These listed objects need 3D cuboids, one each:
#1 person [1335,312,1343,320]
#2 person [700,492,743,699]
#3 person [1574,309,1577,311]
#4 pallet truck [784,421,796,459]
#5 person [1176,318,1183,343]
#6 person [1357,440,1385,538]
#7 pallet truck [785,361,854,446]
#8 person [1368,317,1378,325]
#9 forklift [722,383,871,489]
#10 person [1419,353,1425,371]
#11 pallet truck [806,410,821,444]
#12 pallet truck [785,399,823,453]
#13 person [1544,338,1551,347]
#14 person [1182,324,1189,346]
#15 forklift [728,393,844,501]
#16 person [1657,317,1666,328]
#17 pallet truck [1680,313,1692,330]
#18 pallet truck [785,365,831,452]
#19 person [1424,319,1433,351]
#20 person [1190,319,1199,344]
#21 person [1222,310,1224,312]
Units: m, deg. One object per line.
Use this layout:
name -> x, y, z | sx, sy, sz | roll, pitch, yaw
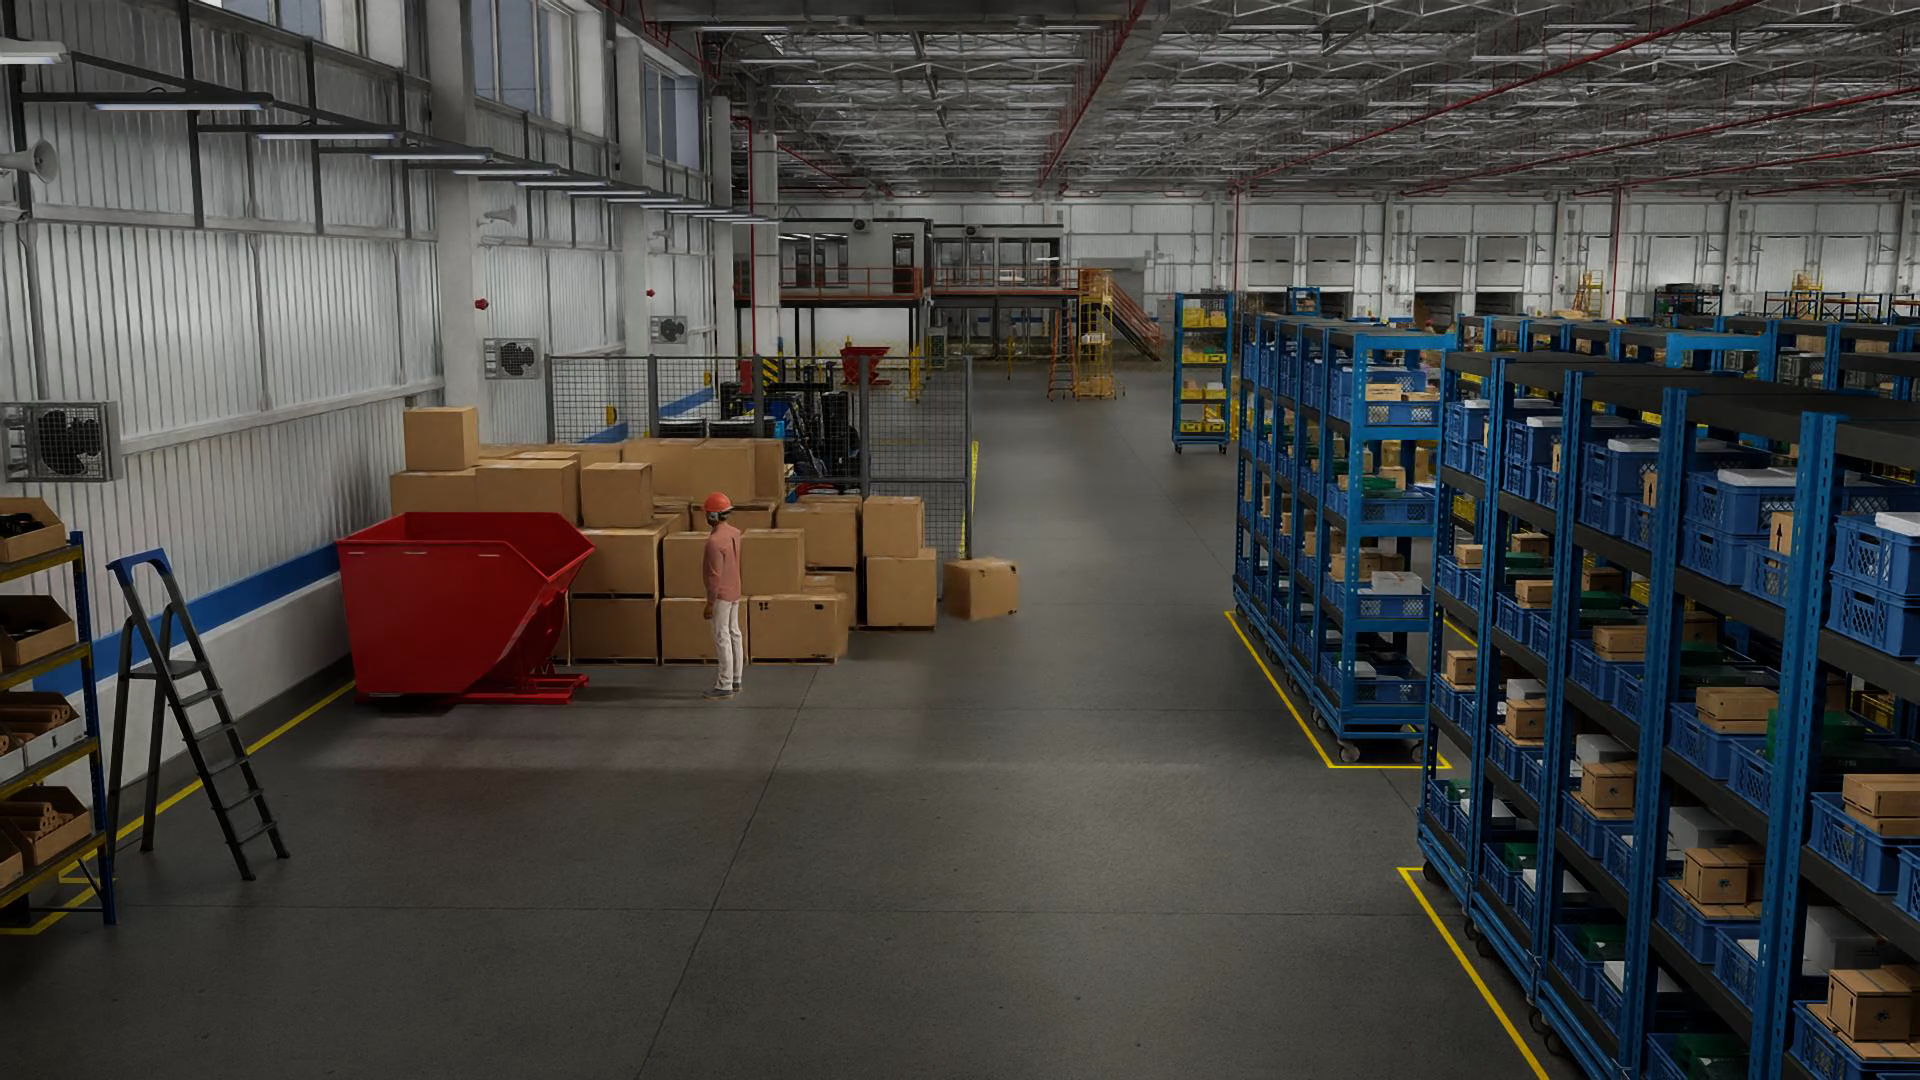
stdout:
person -> 20.812, -11.631, 91.447 | 0.591, 1.874, 0.995 | -9, 13, -44
person -> -2.298, 0.532, 15.999 | 0.378, 1.996, 0.611 | 2, 10, 15
person -> 34.278, -11.896, 92.842 | 0.361, 1.939, 0.543 | 2, 10, 15
pallet truck -> -4.013, -1.793, 32.705 | 1.601, 1.201, 0.680 | 0, 9, 1
person -> 10.543, -9.832, 80.396 | 0.512, 1.846, 0.340 | -7, 11, -36
person -> 6.167, -0.893, 25.655 | 0.546, 1.716, 0.932 | -6, 11, -31
pallet truck -> -3.410, -3.193, 38.978 | 1.885, 1.965, 0.823 | 0, 9, -1
person -> 19.912, -9.836, 80.305 | 0.579, 1.884, 0.352 | 1, 9, 6
forklift -> -2.893, -1.687, 28.729 | 2.680, 1.987, 1.157 | 0, 9, -1
person -> 12.373, -4.161, 45.184 | 0.511, 1.915, 0.564 | 0, 9, 2
pallet truck -> -3.559, -2.018, 33.905 | 1.522, 1.261, 0.704 | 0, 9, -1
pallet truck -> -3.814, -2.432, 36.419 | 1.630, 1.274, 0.653 | 0, 9, 1
person -> 19.929, -5.936, 56.397 | 0.403, 1.835, 0.586 | 9, 13, 42
person -> 11.468, -10.709, 85.753 | 0.600, 1.872, 1.000 | -1, 9, -7
forklift -> -2.979, -1.316, 26.476 | 2.680, 1.987, 1.157 | 0, 9, 1
person -> 31.683, -9.057, 75.016 | 1.014, 2.000, 0.705 | 6, 11, 33
pallet truck -> 36.315, -10.531, 84.244 | 0.823, 1.965, 1.885 | -6, 11, -33
pallet truck -> -3.774, -2.976, 37.635 | 1.885, 1.965, 0.823 | 1, 9, 5
person -> 21.374, -9.120, 75.791 | 0.765, 1.918, 0.558 | -3, 10, -16
person -> 13.142, -11.896, 92.813 | 0.605, 1.948, 0.388 | 5, 11, 29
person -> 15.510, -12.626, 97.694 | 0.877, 1.820, 0.524 | 3, 10, 21
